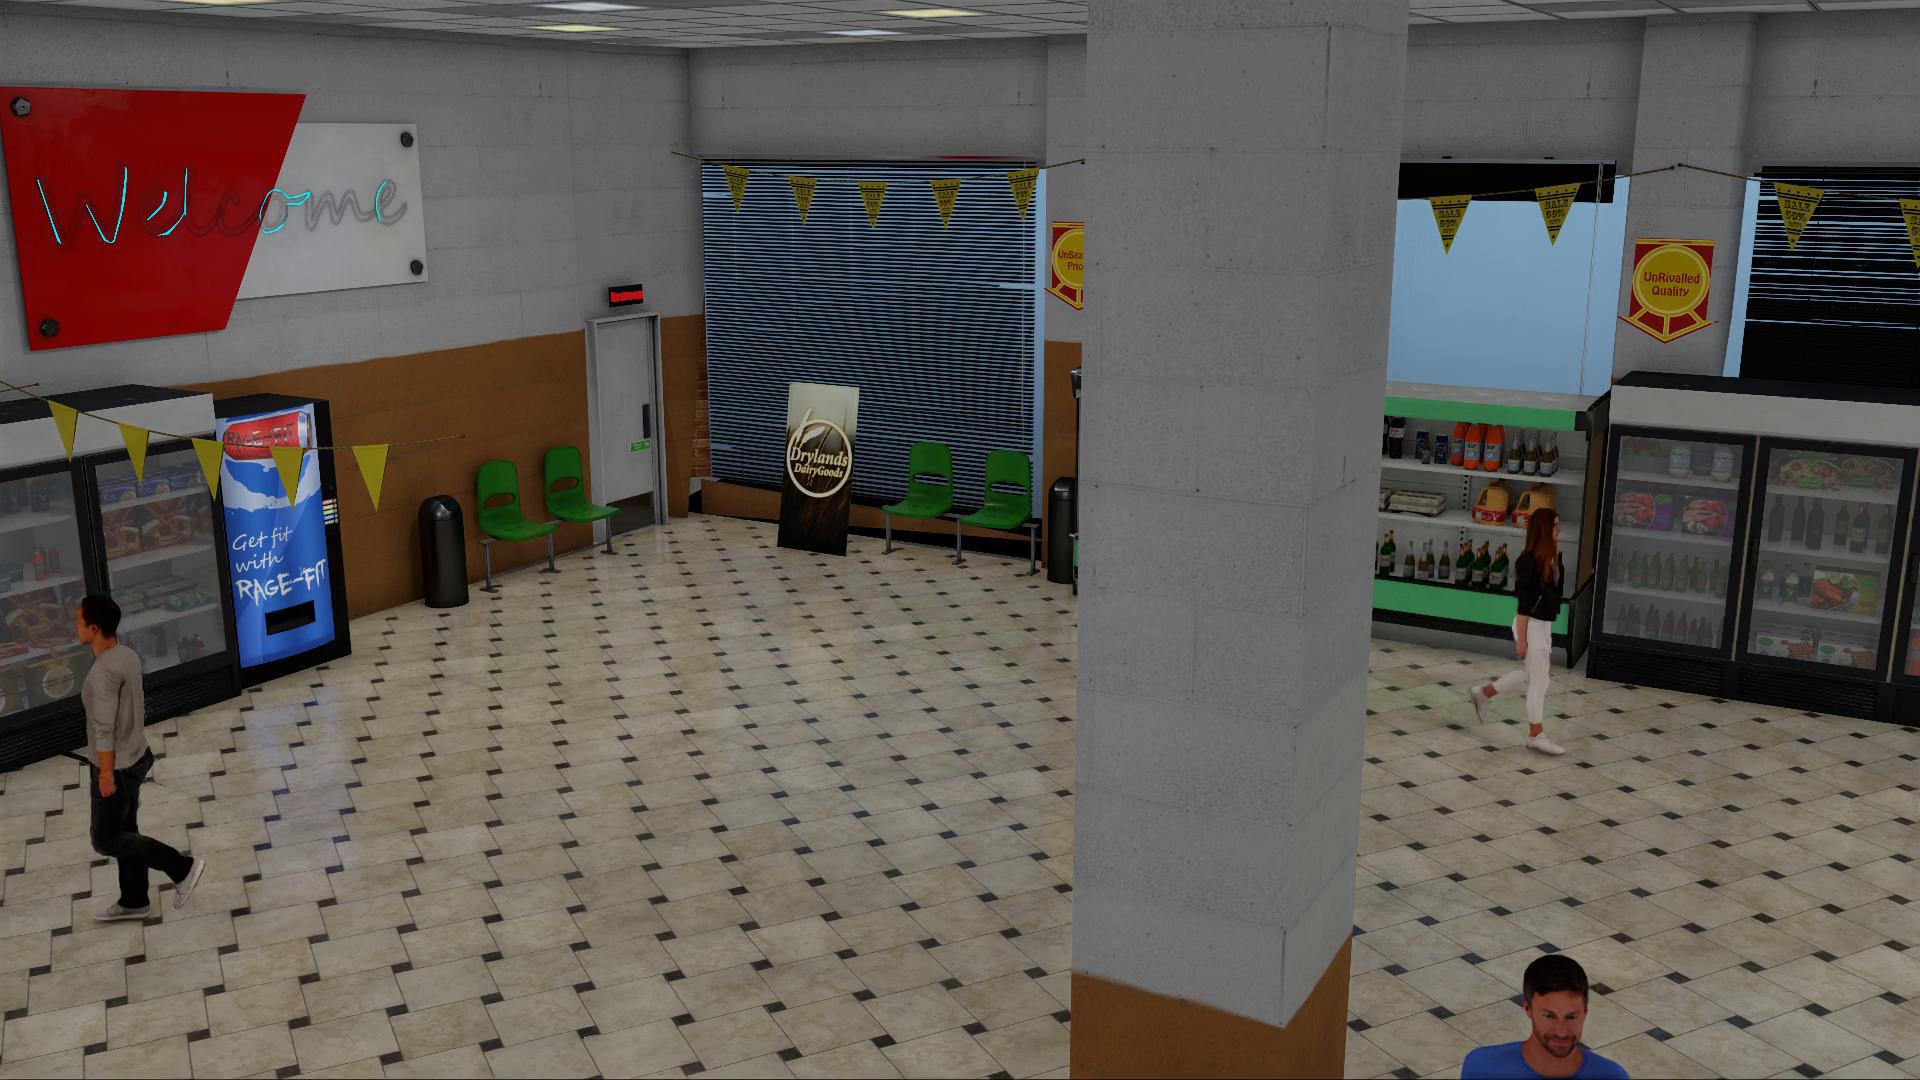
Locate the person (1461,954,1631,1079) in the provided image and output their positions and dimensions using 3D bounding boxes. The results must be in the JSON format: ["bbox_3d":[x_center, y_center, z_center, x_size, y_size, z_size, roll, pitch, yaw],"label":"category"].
[{"bbox_3d":[1.677,2.072,4.902,0.656,1.863,0.794,1,14,6],"label":"person"}]

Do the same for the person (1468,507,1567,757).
[{"bbox_3d":[3.840,0.603,11.345,1.022,1.681,0.700,11,18,39],"label":"person"}]

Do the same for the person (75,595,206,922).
[{"bbox_3d":[-4.334,1.167,8.769,0.979,1.800,0.923,-4,14,-17],"label":"person"}]
